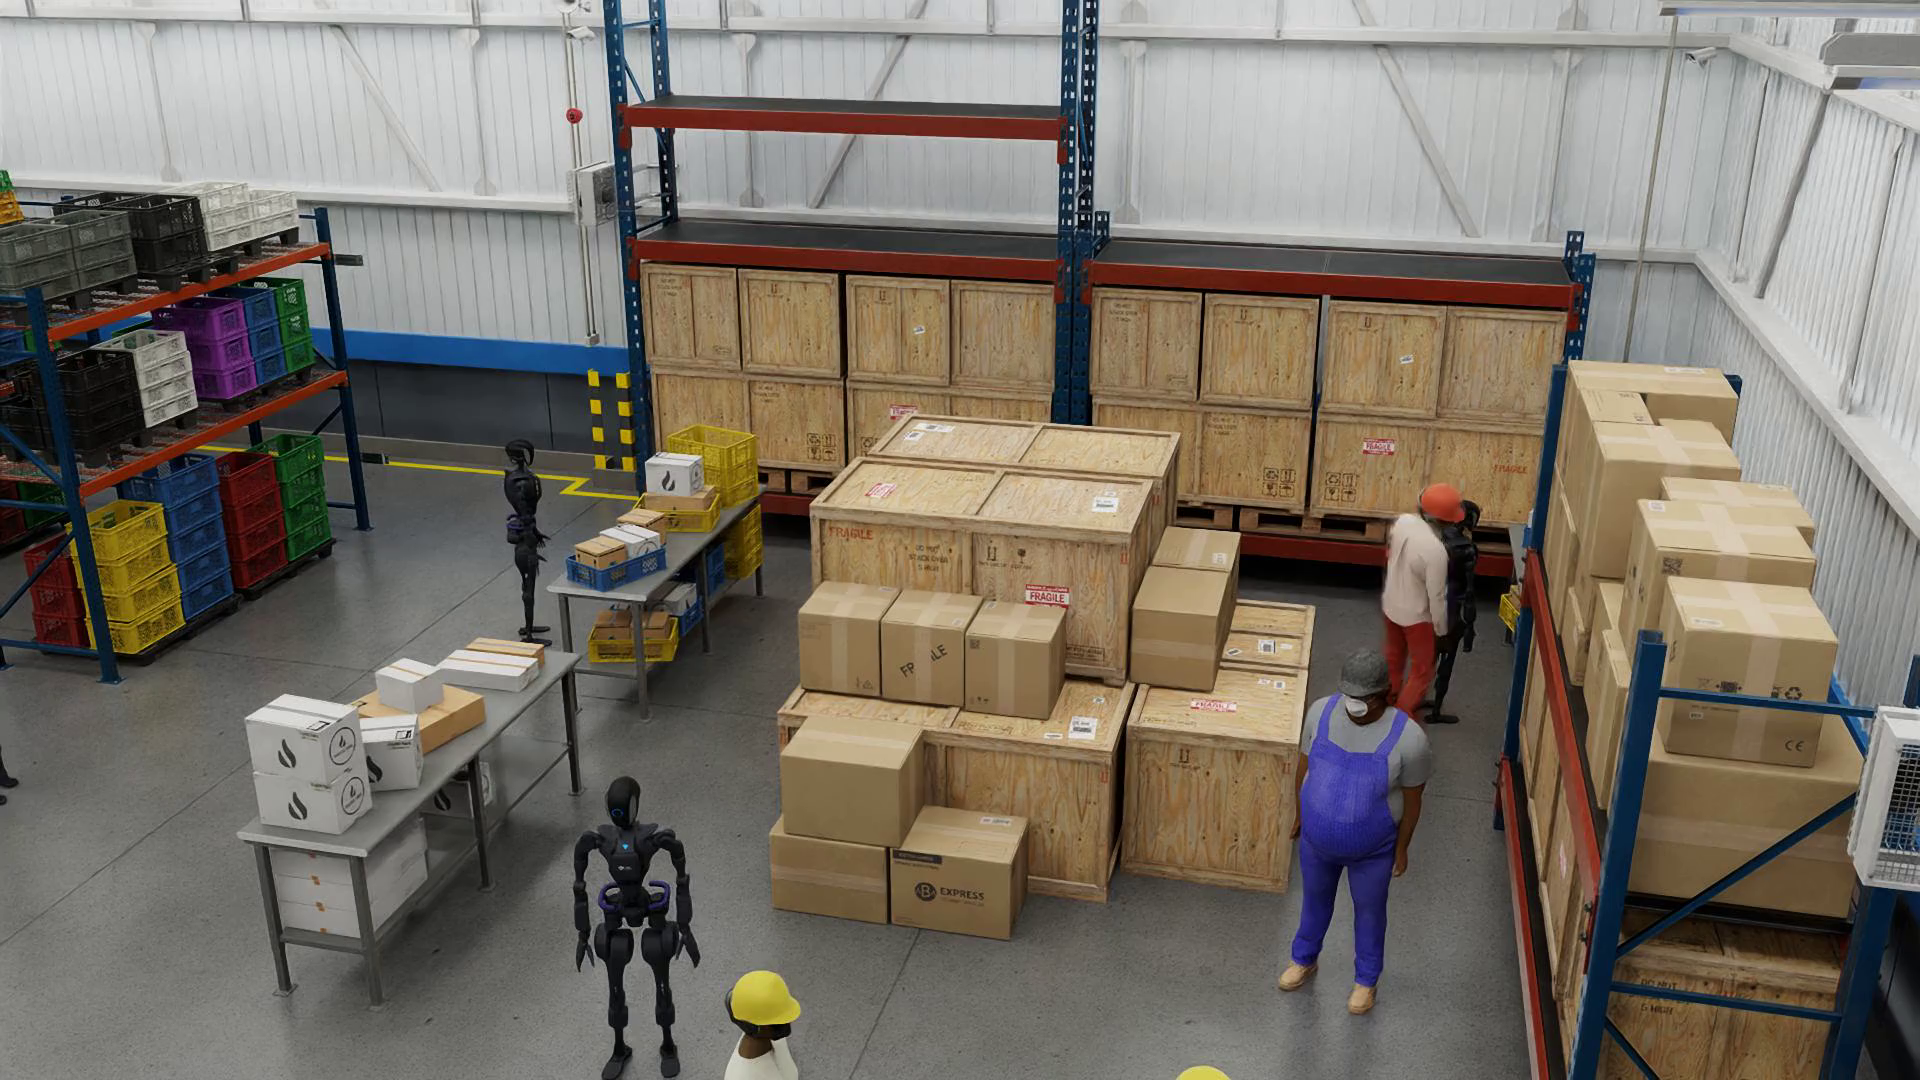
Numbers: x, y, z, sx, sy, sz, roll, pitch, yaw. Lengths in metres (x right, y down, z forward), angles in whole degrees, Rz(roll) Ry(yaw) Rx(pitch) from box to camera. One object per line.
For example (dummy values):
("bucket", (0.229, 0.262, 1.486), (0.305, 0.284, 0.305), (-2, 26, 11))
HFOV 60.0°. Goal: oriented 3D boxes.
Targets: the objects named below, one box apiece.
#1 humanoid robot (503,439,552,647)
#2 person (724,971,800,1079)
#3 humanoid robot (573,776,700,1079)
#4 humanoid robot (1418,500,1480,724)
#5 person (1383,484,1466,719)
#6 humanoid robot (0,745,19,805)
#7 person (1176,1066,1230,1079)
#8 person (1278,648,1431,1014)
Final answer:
("humanoid robot", (-3.379, 0.003, 13.046), (0.326, 1.657, 0.588), (-5, 21, -13))
("person", (-0.753, 2.450, 6.539), (0.306, 1.768, 0.524), (3, 21, 7))
("humanoid robot", (-1.577, 1.893, 8.100), (0.608, 1.657, 0.321), (-1, 21, -4))
("humanoid robot", (3.469, 0.492, 11.787), (0.327, 1.654, 0.582), (-3, 21, -7))
("person", (3.076, 0.519, 11.346), (0.421, 1.950, 0.698), (-7, 22, -17))
("humanoid robot", (-6.406, 0.919, 10.651), (0.318, 1.657, 0.612), (-3, 21, -8))
("person", (0.804, 2.644, 5.806), (0.585, 1.928, 0.366), (-16, 26, -36))
("person", (2.018, 1.504, 8.632), (0.674, 2.000, 0.536), (13, 25, 31))
